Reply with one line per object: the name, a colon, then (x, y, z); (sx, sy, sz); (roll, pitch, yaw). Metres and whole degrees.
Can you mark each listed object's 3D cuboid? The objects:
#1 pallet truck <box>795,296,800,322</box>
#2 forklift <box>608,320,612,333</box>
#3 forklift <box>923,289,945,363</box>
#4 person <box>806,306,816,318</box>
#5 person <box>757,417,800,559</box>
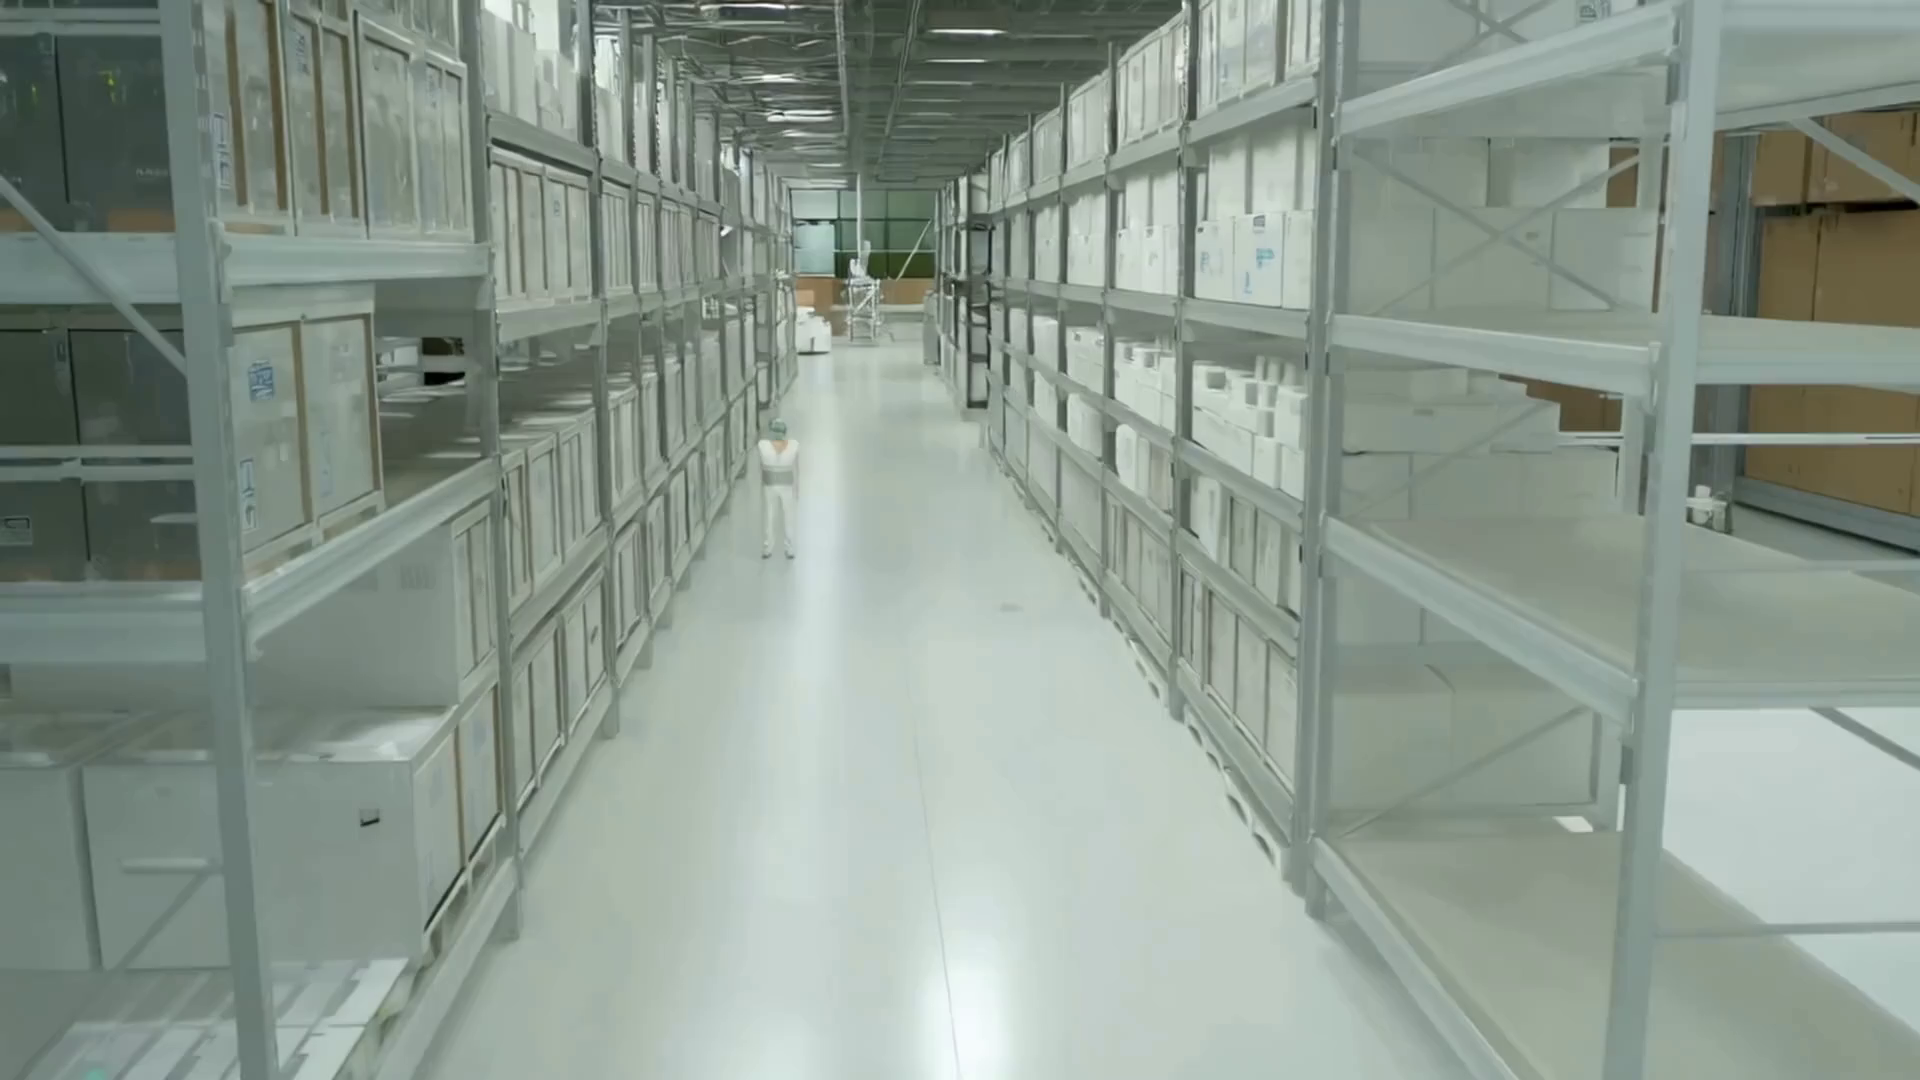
pallet truck: (-8.622, -12.439, 91.403); (1.885, 1.965, 0.823); (2, 10, 13)
forklift: (-9.497, -5.465, 47.112); (1.129, 2.768, 1.873); (-1, 10, -4)
forklift: (-0.823, -8.158, 63.202); (1.129, 2.768, 1.873); (-1, 10, -3)
person: (-6.477, -9.283, 72.775); (0.542, 1.928, 0.399); (8, 13, 41)
person: (-2.351, -0.673, 21.566); (0.563, 1.847, 0.390); (-1, 10, -6)
